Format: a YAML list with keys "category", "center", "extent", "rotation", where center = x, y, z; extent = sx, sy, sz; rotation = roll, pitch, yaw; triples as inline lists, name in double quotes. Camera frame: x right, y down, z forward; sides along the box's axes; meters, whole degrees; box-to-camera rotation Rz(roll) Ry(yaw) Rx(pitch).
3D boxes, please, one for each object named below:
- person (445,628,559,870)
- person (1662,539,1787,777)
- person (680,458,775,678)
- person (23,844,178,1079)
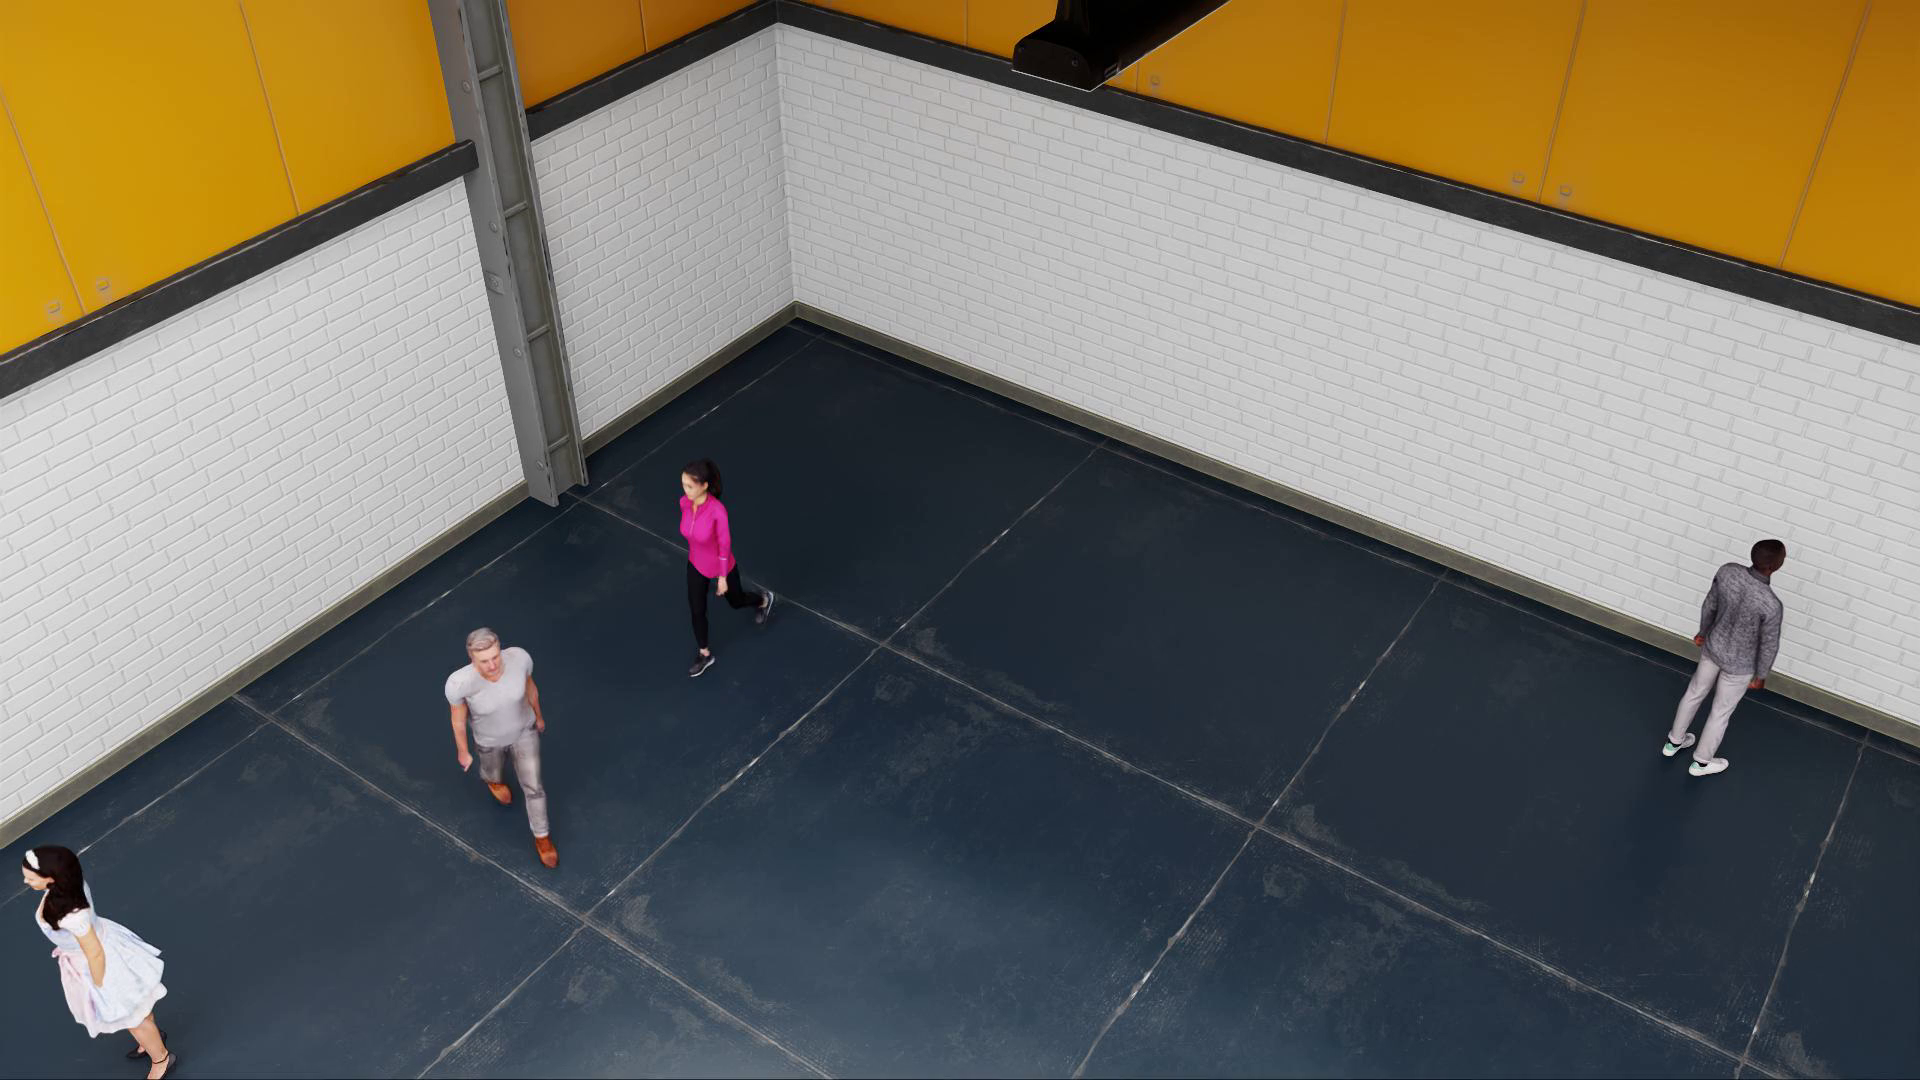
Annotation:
- category: "person"
  center: [-2.792, 1.119, 10.054]
  extent: [1.219, 1.776, 1.077]
  rotation: [-22, 44, -25]
- category: "person"
  center: [4.849, 0.723, 10.500]
  extent: [0.727, 1.838, 0.763]
  rotation: [-18, 42, -21]
- category: "person"
  center: [-1.625, 0.130, 11.376]
  extent: [0.640, 1.672, 1.075]
  rotation: [19, 42, 22]
- category: "person"
  center: [-4.467, 2.216, 8.650]
  extent: [0.854, 1.815, 0.816]
  rotation: [-22, 43, -25]
